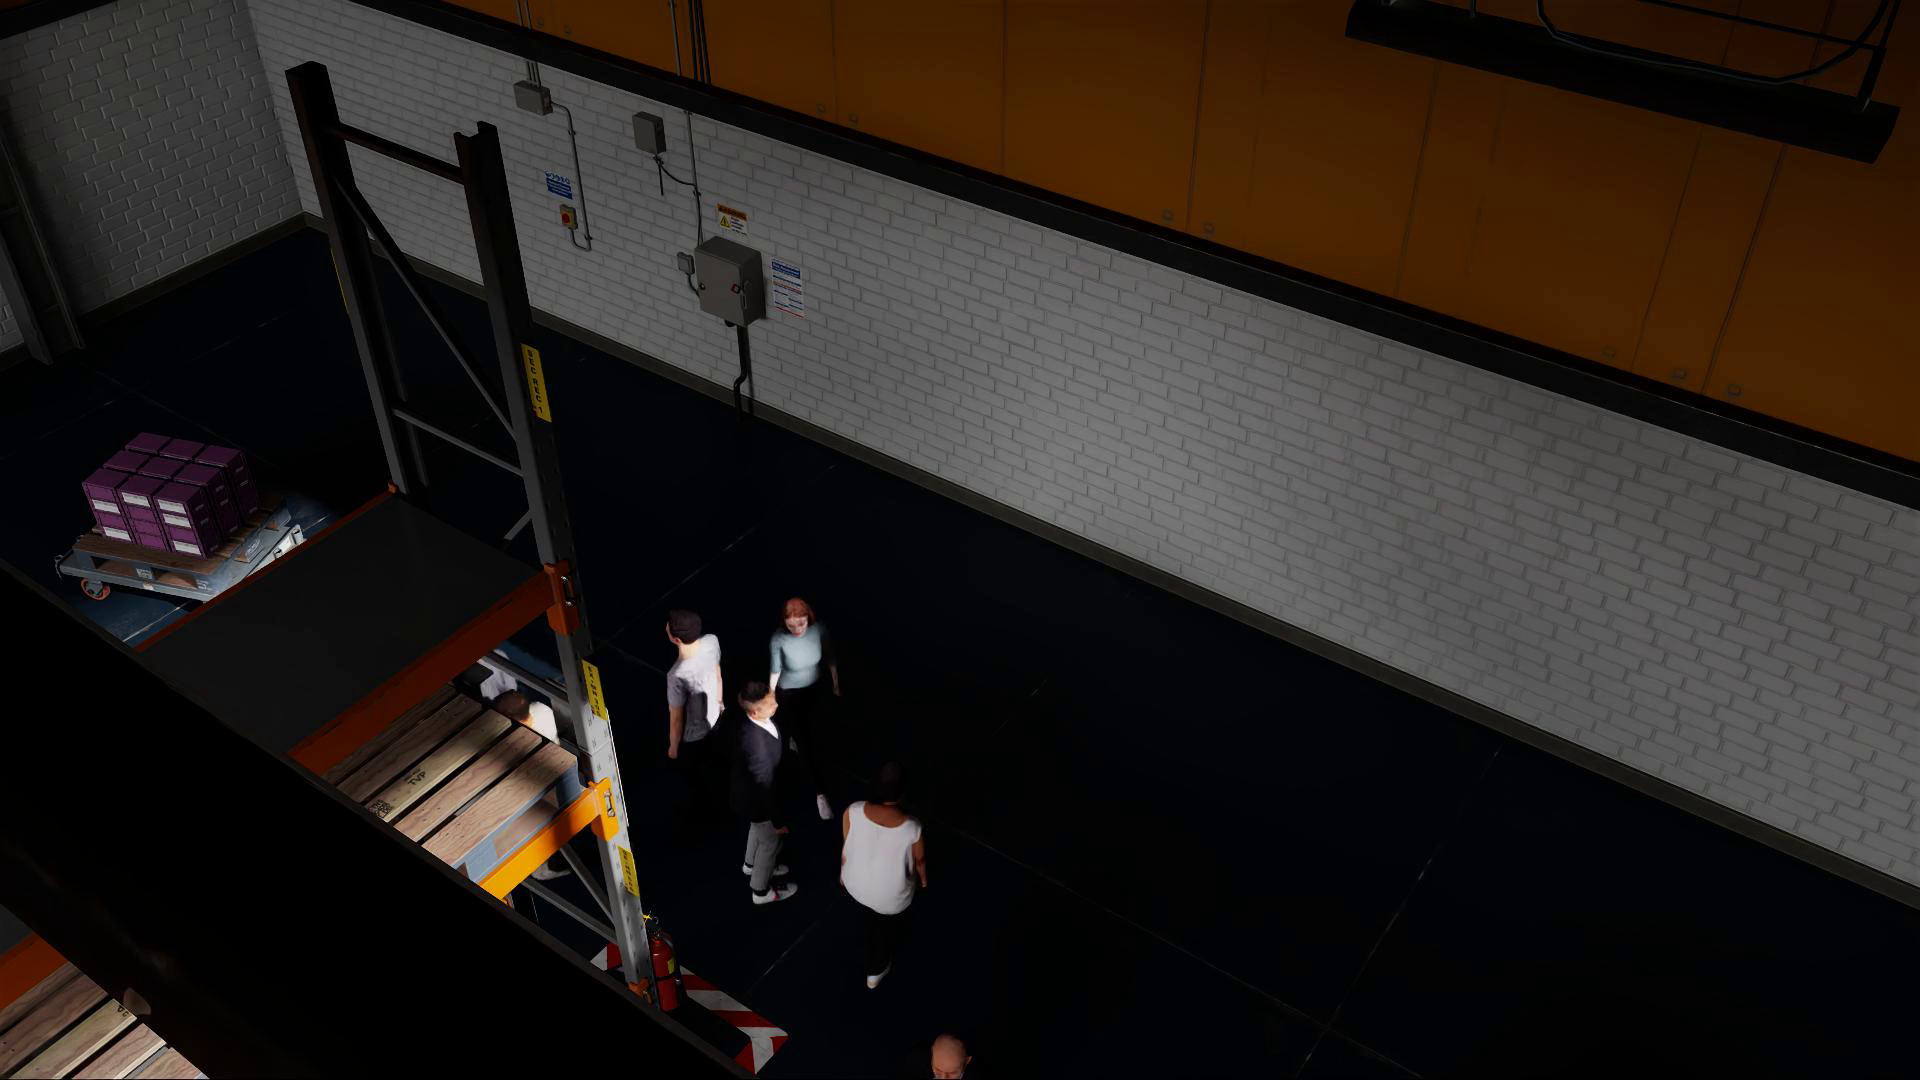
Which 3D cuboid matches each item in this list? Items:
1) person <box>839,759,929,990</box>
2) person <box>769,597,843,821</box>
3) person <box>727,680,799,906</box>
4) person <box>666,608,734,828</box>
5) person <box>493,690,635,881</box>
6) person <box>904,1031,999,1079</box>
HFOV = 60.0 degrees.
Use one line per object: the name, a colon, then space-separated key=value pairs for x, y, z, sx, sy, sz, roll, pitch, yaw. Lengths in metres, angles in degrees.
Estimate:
person: x=-0.486 y=2.013 z=9.698 sx=0.728 sy=1.666 sz=0.792 roll=15 pitch=41 yaw=18
person: x=-1.086 y=0.975 z=10.979 sx=1.132 sy=1.688 sz=1.042 roll=-22 pitch=44 yaw=-26
person: x=-1.252 y=1.518 z=10.103 sx=0.852 sy=1.932 sz=0.808 roll=-10 pitch=40 yaw=-12
person: x=-1.606 y=1.197 z=10.572 sx=0.866 sy=1.849 sz=0.881 roll=13 pitch=40 yaw=15
person: x=-2.436 y=1.523 z=10.228 sx=1.071 sy=1.770 sz=1.046 roll=3 pitch=39 yaw=4
person: x=-0.028 y=2.911 z=8.482 sx=0.802 sy=1.779 sz=0.767 roll=14 pitch=41 yaw=17
